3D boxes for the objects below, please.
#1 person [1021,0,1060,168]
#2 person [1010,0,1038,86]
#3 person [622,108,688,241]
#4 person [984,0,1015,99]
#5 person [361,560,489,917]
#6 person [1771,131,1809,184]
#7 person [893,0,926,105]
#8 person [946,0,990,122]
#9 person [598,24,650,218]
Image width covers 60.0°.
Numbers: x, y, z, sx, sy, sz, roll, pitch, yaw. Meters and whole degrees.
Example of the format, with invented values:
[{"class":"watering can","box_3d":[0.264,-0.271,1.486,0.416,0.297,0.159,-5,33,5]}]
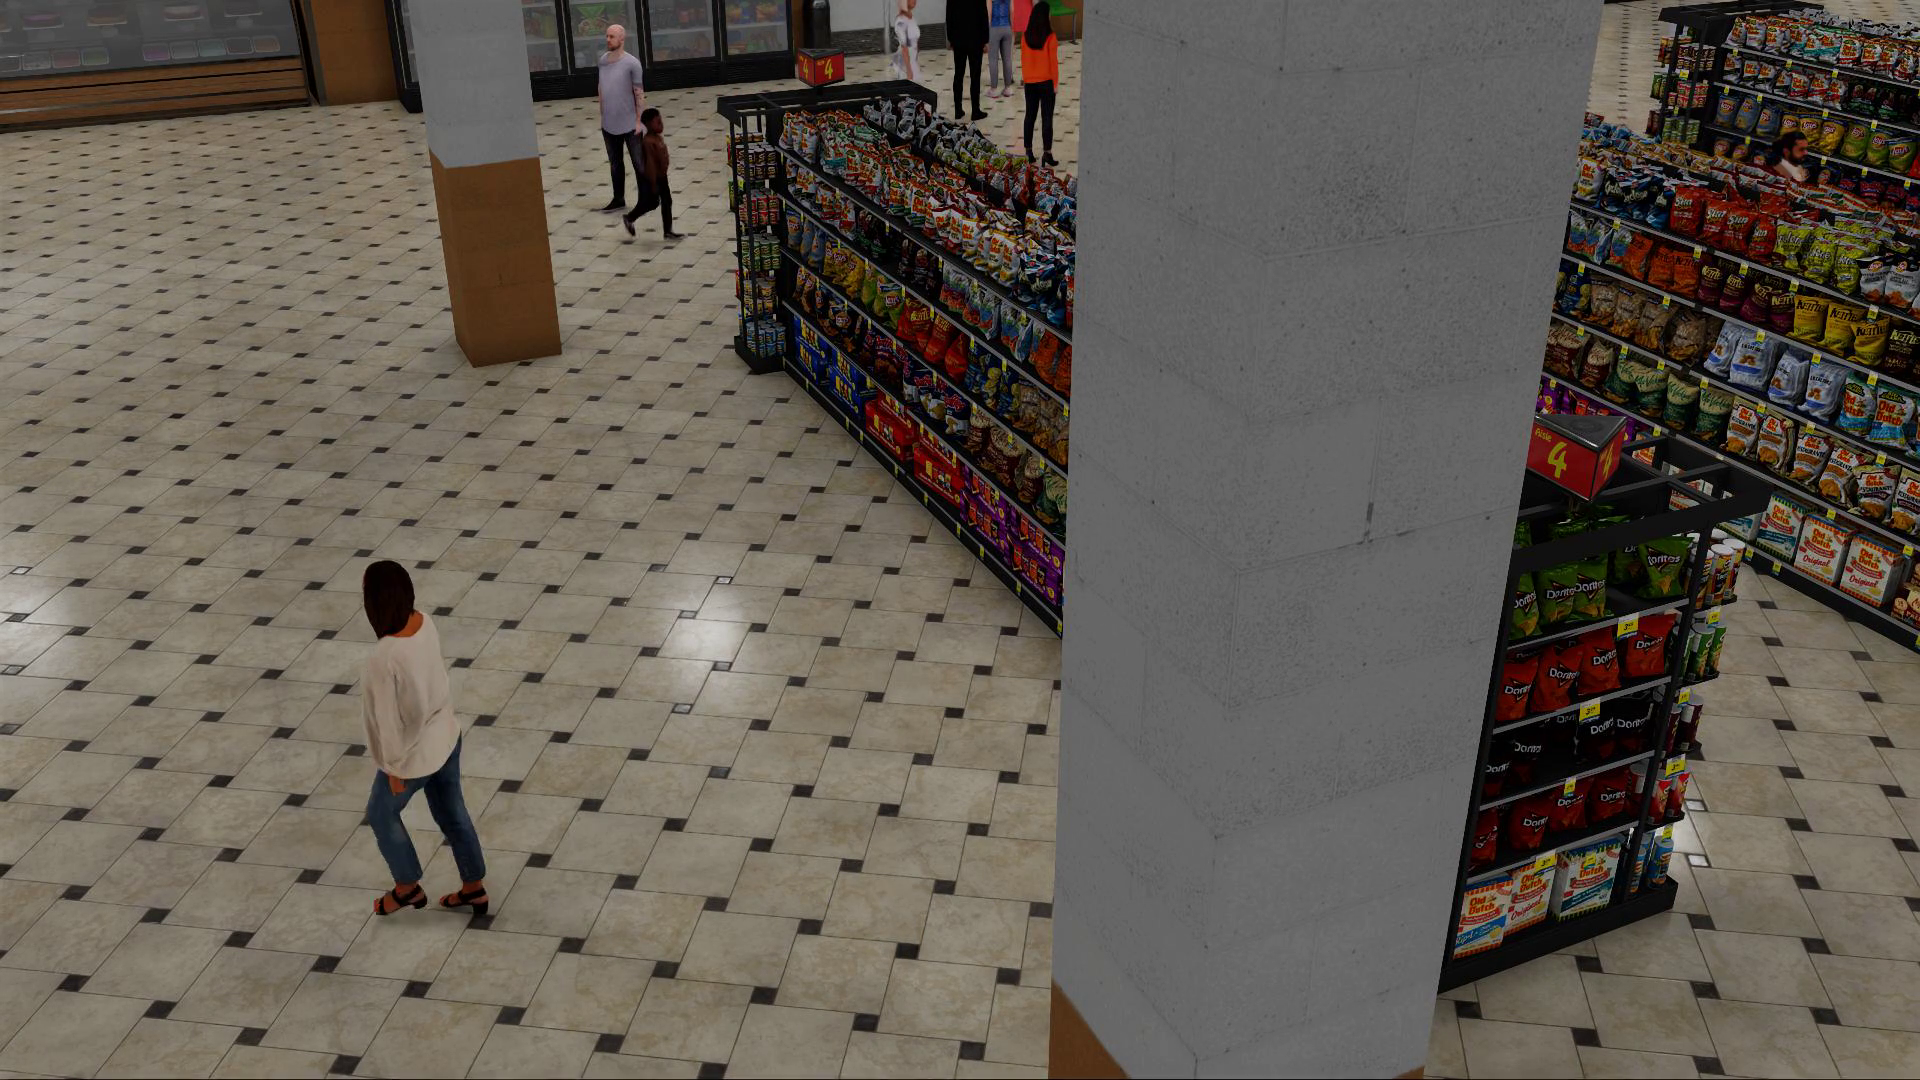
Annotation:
[{"class":"person","box_3d":[0.866,-4.949,18.064,0.654,1.750,0.765,18,32,32]},{"class":"person","box_3d":[0.781,-6.937,21.899,0.653,1.826,0.737,12,29,23]},{"class":"person","box_3d":[-2.921,-3.407,15.589,0.855,1.238,0.857,4,27,9]},{"class":"person","box_3d":[0.500,-6.489,21.255,0.550,1.609,0.522,-12,29,-23]},{"class":"person","box_3d":[-2.113,0.852,6.716,0.878,1.666,0.817,7,28,13]},{"class":"person","box_3d":[6.186,-2.294,12.836,0.836,1.742,1.047,-22,34,-37]},{"class":"person","box_3d":[-0.684,-5.442,19.047,0.755,1.739,0.686,7,28,14]},{"class":"person","box_3d":[0.092,-6.044,20.065,0.772,1.892,0.844,11,29,20]},{"class":"person","box_3d":[-3.319,-4.127,16.344,0.733,1.838,0.816,13,29,23]}]
